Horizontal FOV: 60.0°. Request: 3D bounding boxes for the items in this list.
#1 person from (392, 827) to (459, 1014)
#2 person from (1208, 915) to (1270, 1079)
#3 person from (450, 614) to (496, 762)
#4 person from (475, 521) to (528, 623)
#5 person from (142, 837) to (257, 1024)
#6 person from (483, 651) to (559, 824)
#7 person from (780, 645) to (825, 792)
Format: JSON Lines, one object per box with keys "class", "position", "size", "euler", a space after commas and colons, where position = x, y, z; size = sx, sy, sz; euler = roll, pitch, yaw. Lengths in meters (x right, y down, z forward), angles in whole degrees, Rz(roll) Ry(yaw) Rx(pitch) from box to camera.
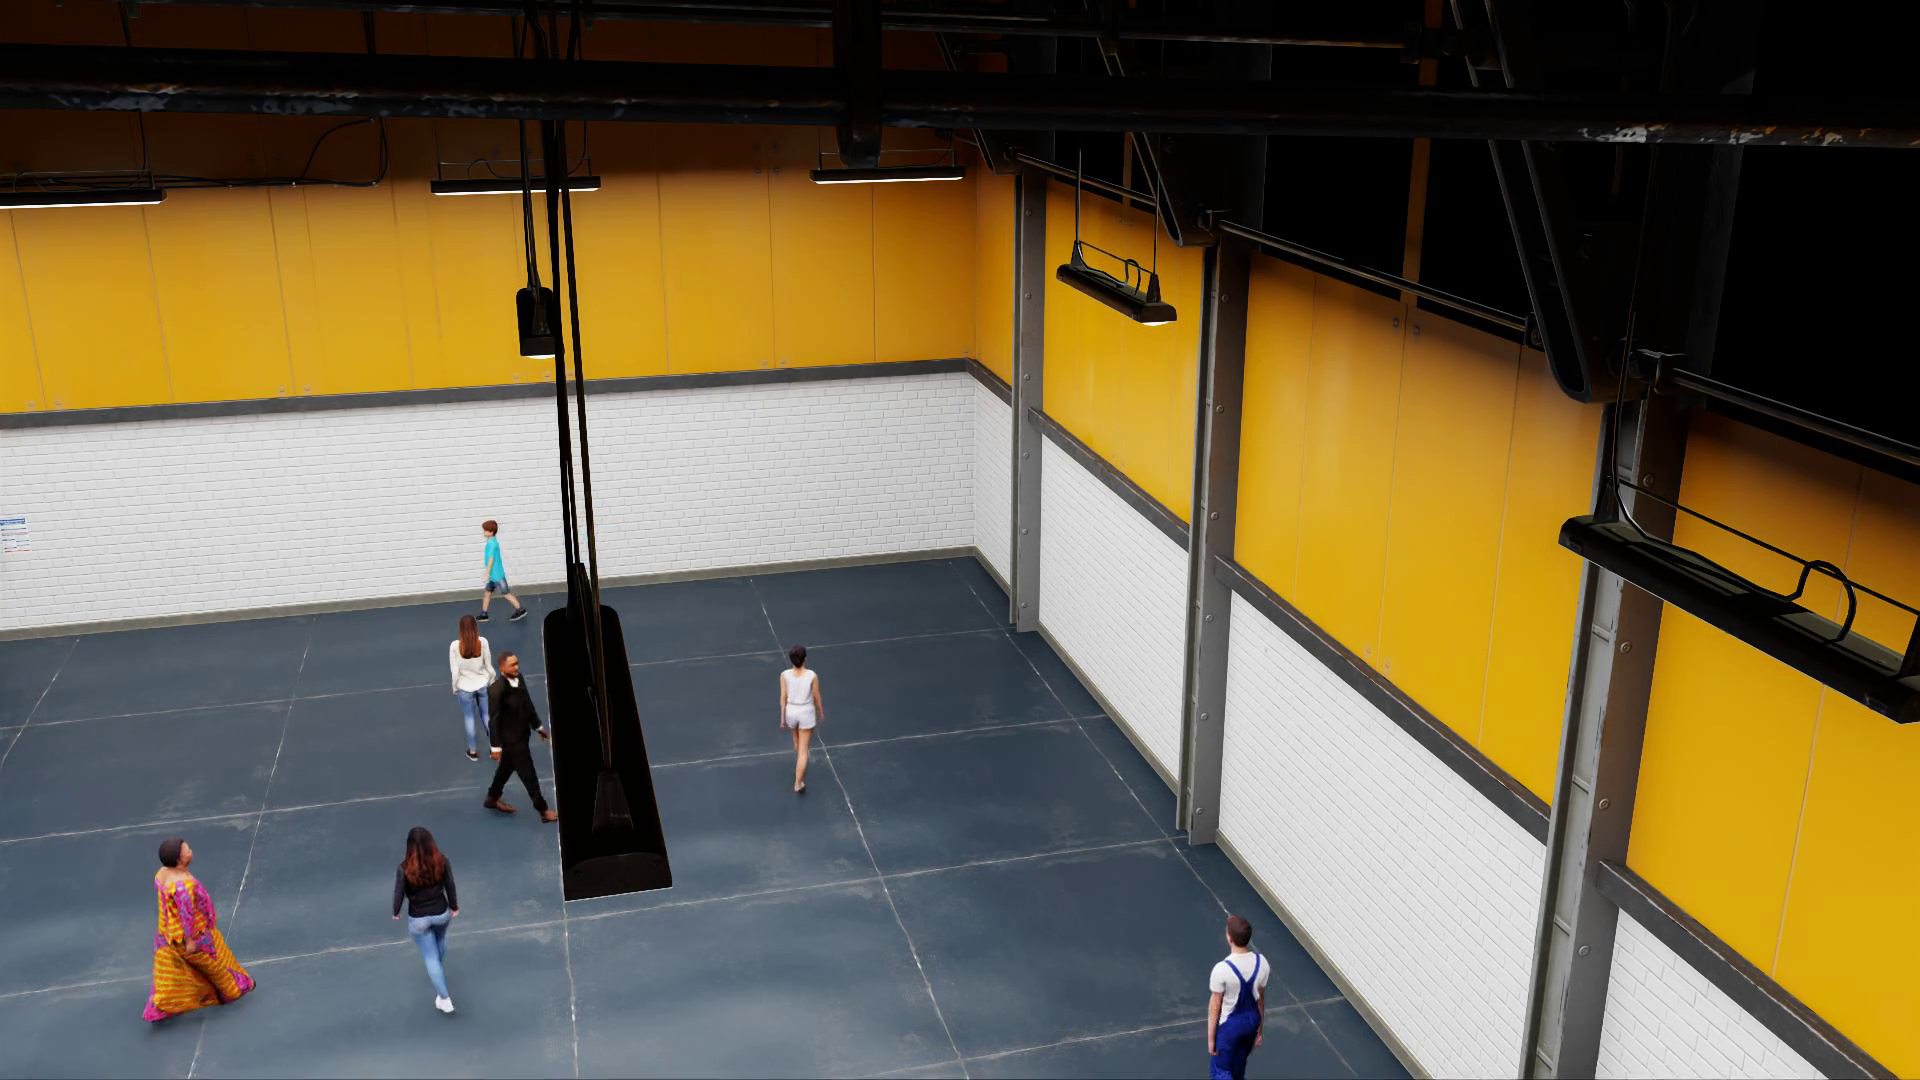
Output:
{"class": "person", "position": [-4.432, 3.204, 13.949], "size": [0.900, 1.594, 1.175], "euler": [-13, 23, -34]}
{"class": "person", "position": [2.074, 3.657, 12.234], "size": [0.634, 1.831, 1.004], "euler": [-6, 19, -17]}
{"class": "person", "position": [-5.400, 1.628, 18.478], "size": [0.652, 1.691, 0.590], "euler": [-8, 20, -22]}
{"class": "person", "position": [-6.194, 0.439, 22.439], "size": [0.679, 1.417, 0.933], "euler": [-8, 20, -22]}
{"class": "person", "position": [-6.481, 3.222, 13.771], "size": [1.174, 1.674, 1.109], "euler": [17, 25, 40]}
{"class": "person", "position": [-4.655, 2.017, 17.067], "size": [1.211, 1.856, 1.314], "euler": [5, 19, 16]}
{"class": "person", "position": [-1.722, 1.928, 17.791], "size": [0.867, 1.563, 1.143], "euler": [3, 19, 8]}
